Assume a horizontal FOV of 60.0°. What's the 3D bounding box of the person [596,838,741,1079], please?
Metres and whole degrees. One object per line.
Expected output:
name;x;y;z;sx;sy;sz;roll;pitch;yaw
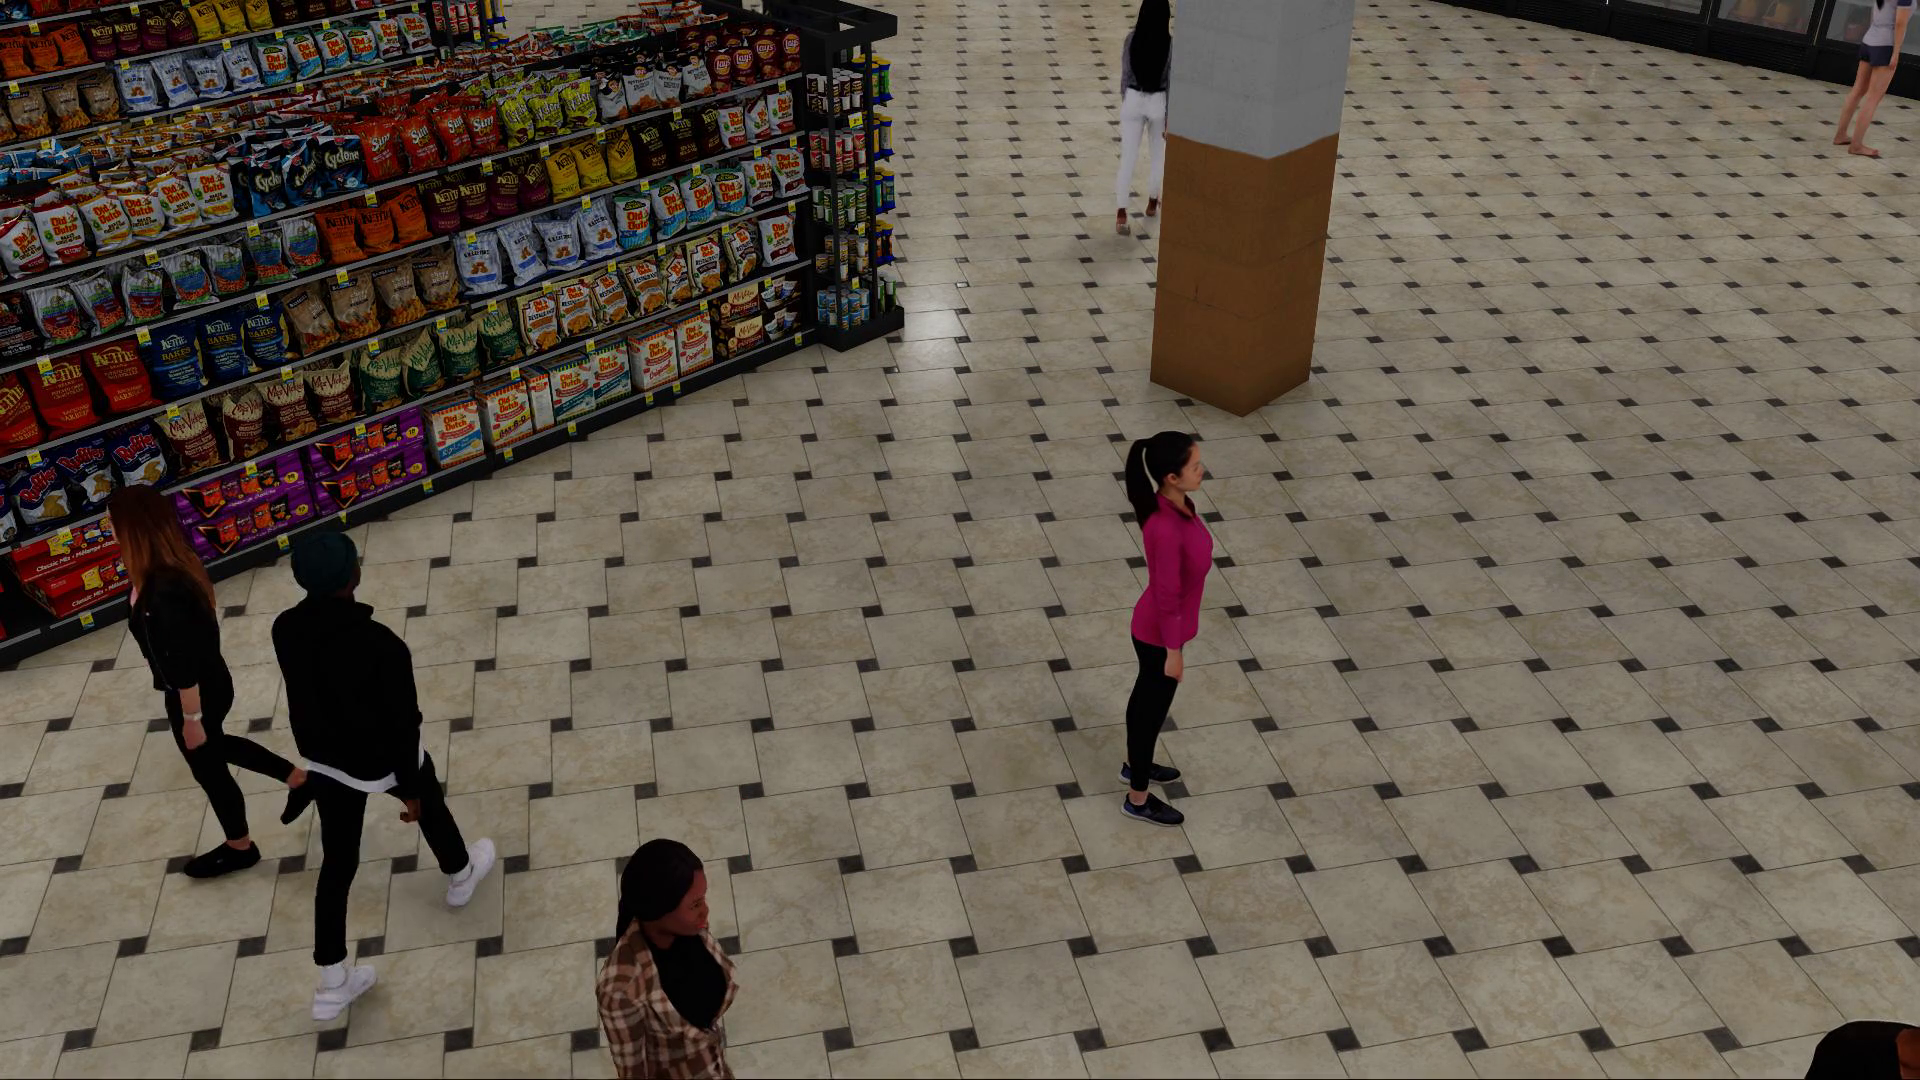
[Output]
person;-0.827;1.525;4.504;0.828;1.759;0.966;17;36;26

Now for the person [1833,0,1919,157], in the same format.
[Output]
person;7.444;-3.995;13.427;0.722;1.705;0.664;0;32;-1

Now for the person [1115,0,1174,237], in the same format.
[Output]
person;1.298;-3.002;11.843;0.989;1.693;1.209;7;33;11

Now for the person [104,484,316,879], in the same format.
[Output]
person;-2.723;0.533;6.155;0.913;1.700;0.774;-12;34;-19

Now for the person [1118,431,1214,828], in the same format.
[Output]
person;0.777;0.338;6.470;0.754;1.698;0.683;3;32;5

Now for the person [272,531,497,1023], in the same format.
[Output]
person;-2.077;0.812;5.636;1.121;1.774;1.327;7;33;11

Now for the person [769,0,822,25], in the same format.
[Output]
person;-1.255;-3.820;13.056;1.103;1.800;0.974;-15;35;-23
